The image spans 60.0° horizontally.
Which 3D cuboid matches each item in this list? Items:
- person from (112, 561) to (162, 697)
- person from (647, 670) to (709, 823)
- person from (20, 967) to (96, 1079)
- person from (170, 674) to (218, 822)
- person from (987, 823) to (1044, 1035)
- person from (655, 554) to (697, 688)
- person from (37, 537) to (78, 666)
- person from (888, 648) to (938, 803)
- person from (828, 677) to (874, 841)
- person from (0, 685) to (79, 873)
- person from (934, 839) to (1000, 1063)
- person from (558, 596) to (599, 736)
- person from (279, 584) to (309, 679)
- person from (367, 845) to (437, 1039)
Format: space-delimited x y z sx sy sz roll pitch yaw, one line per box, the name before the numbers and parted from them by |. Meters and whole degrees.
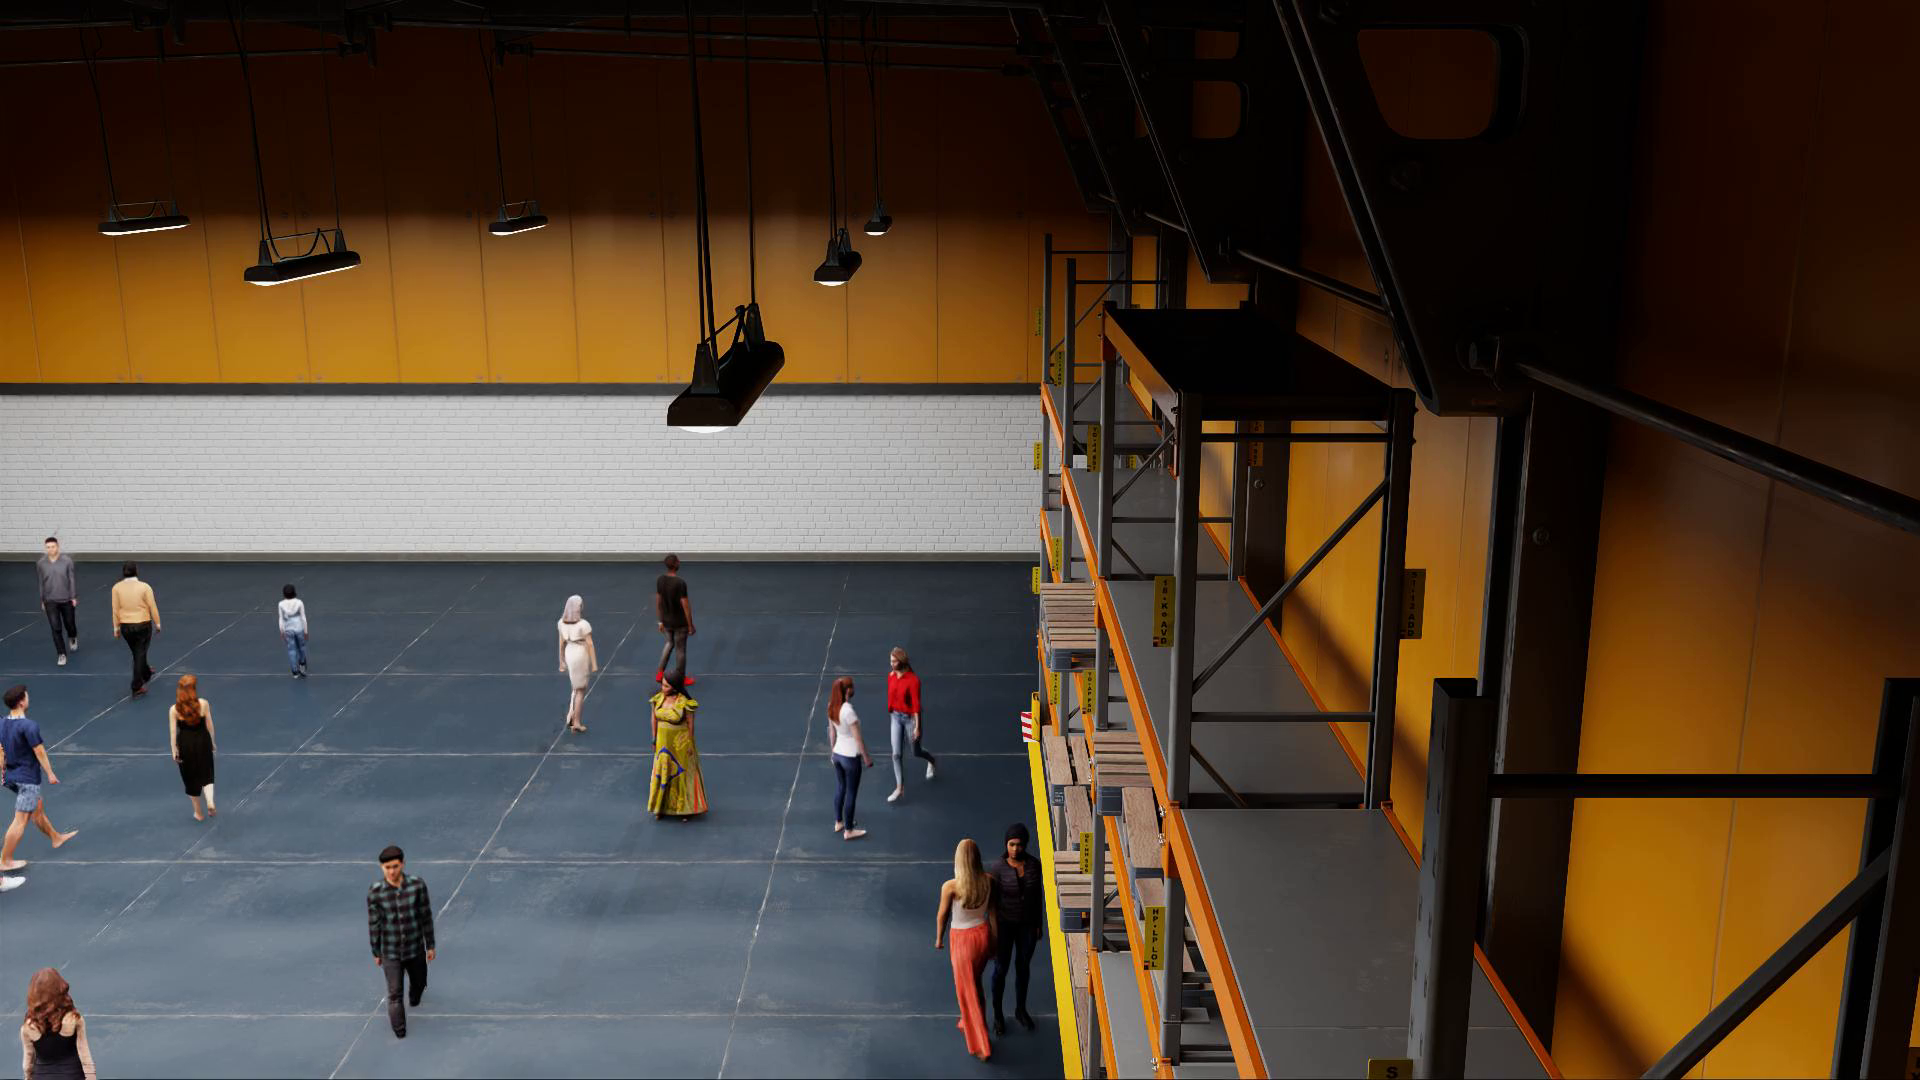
person | -10.676 1.178 21.496 0.736 1.705 1.182 -1 14 -4
person | -3.016 2.149 17.586 0.929 1.658 0.876 3 14 13
person | -5.964 3.729 11.002 0.931 1.685 1.221 -6 15 -25
person | -7.990 2.215 17.412 0.778 1.611 0.851 -10 17 -36
person | 0.441 3.116 13.405 0.680 1.747 0.635 -4 14 -16
person | -3.773 1.078 21.707 0.859 1.801 0.931 9 17 34
person | -12.416 0.812 22.919 0.854 1.747 1.035 -6 15 -23
person | -0.543 1.988 18.228 1.013 1.668 1.163 9 16 33
person | -1.197 2.245 17.025 0.785 1.735 0.717 -11 17 -38
person | -9.264 2.379 16.338 0.923 1.798 1.252 5 15 21
person | 0.115 3.222 12.895 0.829 1.781 0.941 -7 15 -27
person | -4.646 1.535 19.980 0.736 1.724 0.795 7 15 25
person | -8.931 1.230 22.276 0.677 1.237 0.879 -5 14 -20
person | -4.533 3.260 13.515 0.925 1.694 1.106 -6 15 -23
